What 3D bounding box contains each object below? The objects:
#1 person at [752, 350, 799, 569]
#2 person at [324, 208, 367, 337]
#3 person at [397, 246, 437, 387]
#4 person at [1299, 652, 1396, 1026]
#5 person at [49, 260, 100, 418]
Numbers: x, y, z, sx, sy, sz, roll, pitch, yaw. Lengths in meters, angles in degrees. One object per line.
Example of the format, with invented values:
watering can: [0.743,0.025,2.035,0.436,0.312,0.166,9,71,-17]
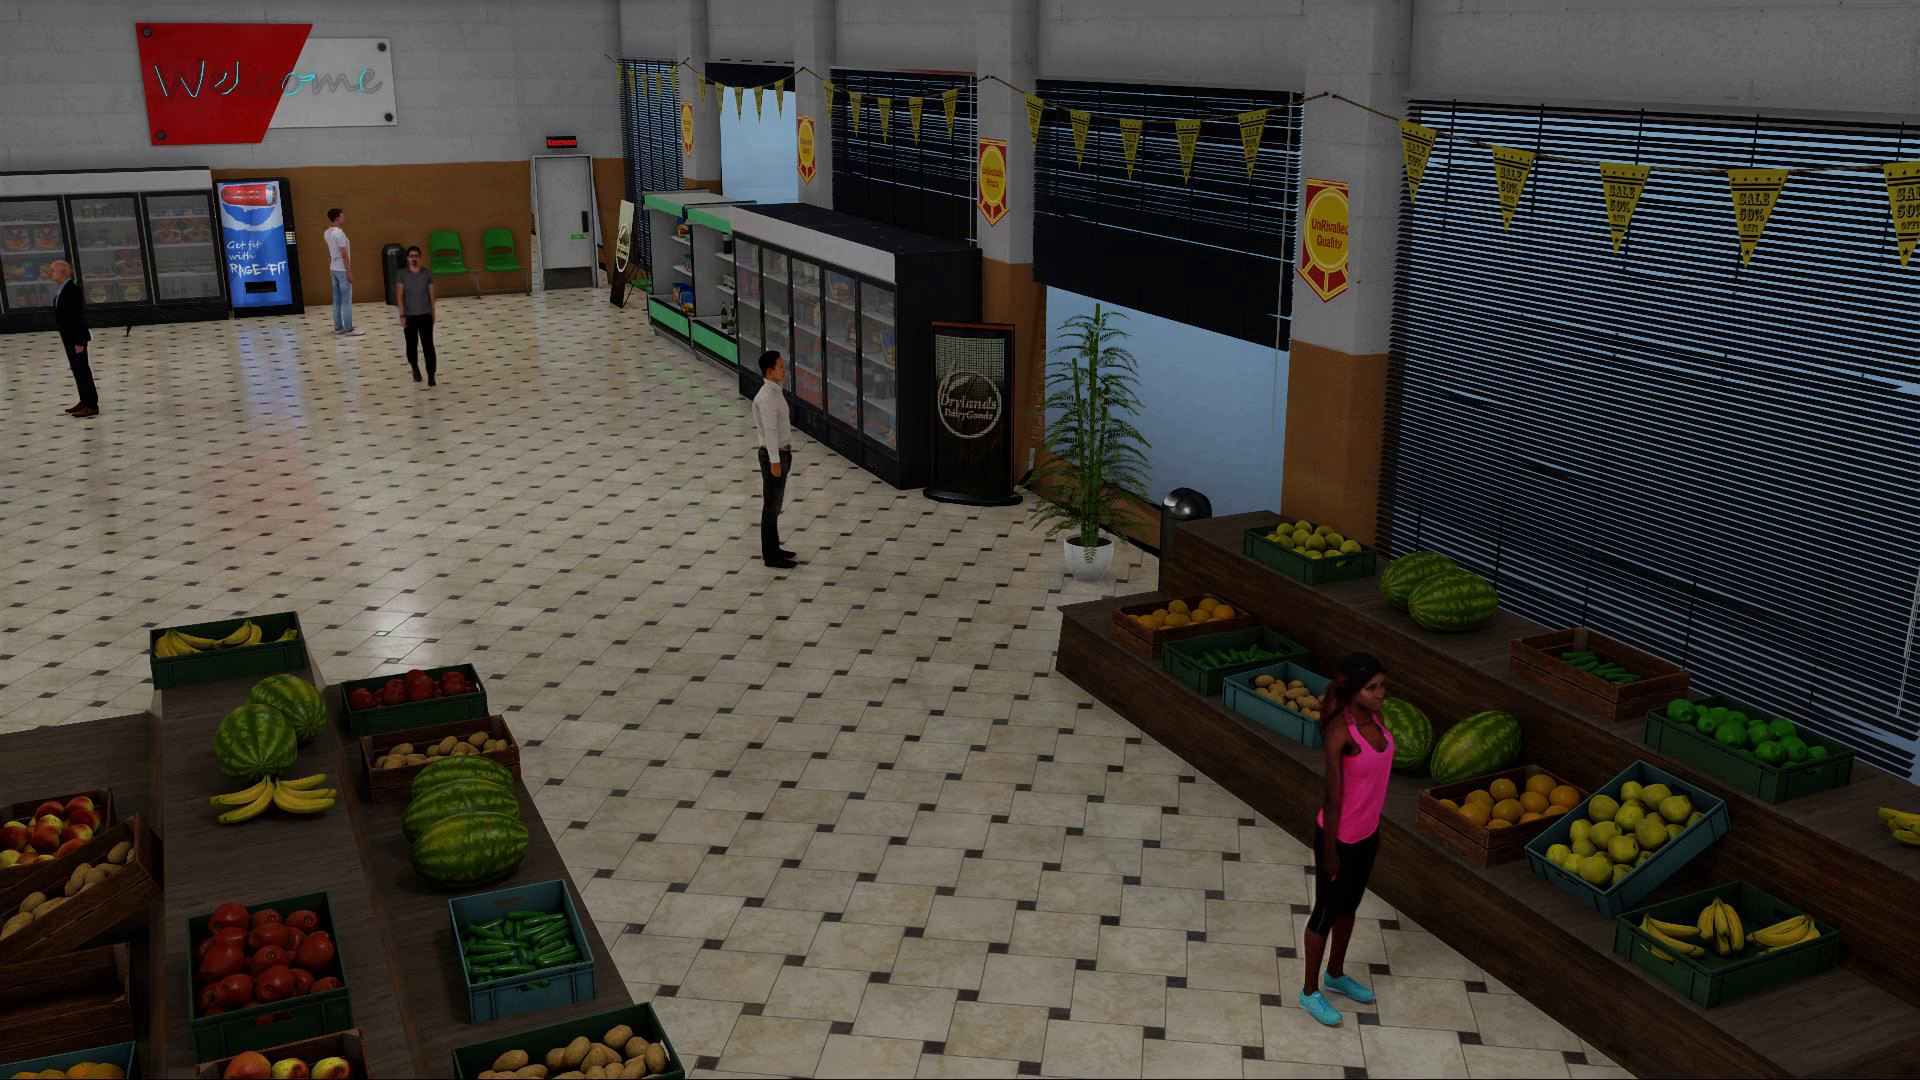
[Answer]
person: [-1.551,-0.681,13.791,0.794,1.811,0.636,-1,17,-3]
person: [-9.114,-3.941,24.459,0.628,1.851,0.782,14,22,39]
person: [-6.869,-2.835,21.018,0.681,1.734,1.145,-6,18,-19]
person: [1.725,1.302,7.412,0.628,1.723,0.633,-15,22,-40]
person: [-10.277,-2.346,19.297,0.810,1.798,0.610,-14,22,-39]
